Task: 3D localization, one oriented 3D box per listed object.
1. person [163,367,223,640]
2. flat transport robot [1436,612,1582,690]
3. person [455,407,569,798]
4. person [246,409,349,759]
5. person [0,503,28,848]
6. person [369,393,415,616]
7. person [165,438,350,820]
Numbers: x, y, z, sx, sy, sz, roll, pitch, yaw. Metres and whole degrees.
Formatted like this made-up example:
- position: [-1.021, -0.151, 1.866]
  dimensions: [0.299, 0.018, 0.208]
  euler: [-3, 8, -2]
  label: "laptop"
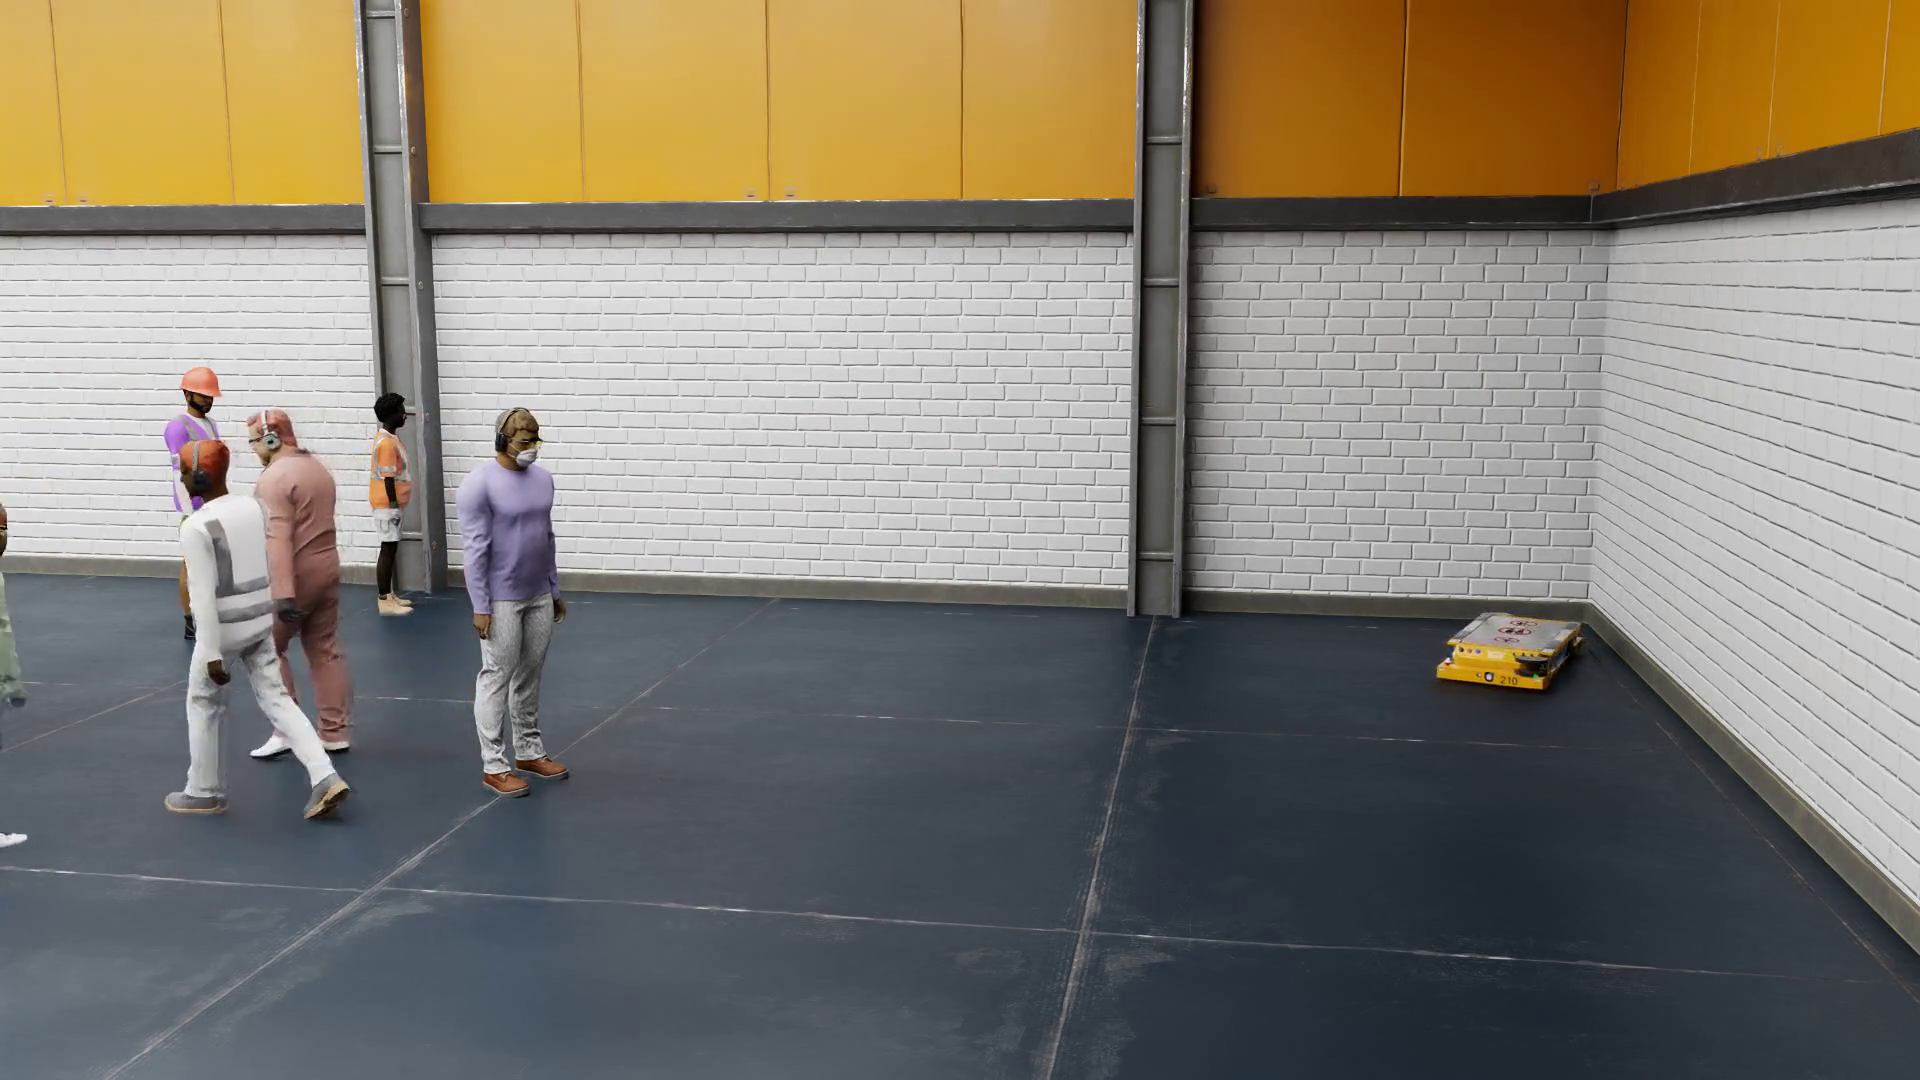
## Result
- position: [-5.352, -0.257, 11.777]
  dimensions: [0.374, 1.930, 0.542]
  euler: [0, 9, 1]
  label: "person"
- position: [3.632, 0.708, 10.925]
  dimensions: [0.652, 0.197, 1.431]
  euler: [5, 11, 29]
  label: "flat transport robot"
- position: [-2.225, 0.297, 8.347]
  dimensions: [0.370, 1.934, 0.627]
  euler: [5, 10, 26]
  label: "person"
- position: [-3.576, 0.238, 8.905]
  dimensions: [0.611, 1.866, 0.668]
  euler: [1, 9, 7]
  label: "person"
- position: [-4.396, 0.617, 7.367]
  dimensions: [0.520, 1.612, 0.424]
  euler: [7, 11, 36]
  label: "person"
- position: [-4.312, -0.270, 12.606]
  dimensions: [0.321, 1.690, 0.527]
  euler: [-3, 10, -19]
  label: "person"
- position: [-3.360, 0.430, 7.817]
  dimensions: [0.963, 1.848, 0.583]
  euler: [3, 10, 19]
  label: "person"
